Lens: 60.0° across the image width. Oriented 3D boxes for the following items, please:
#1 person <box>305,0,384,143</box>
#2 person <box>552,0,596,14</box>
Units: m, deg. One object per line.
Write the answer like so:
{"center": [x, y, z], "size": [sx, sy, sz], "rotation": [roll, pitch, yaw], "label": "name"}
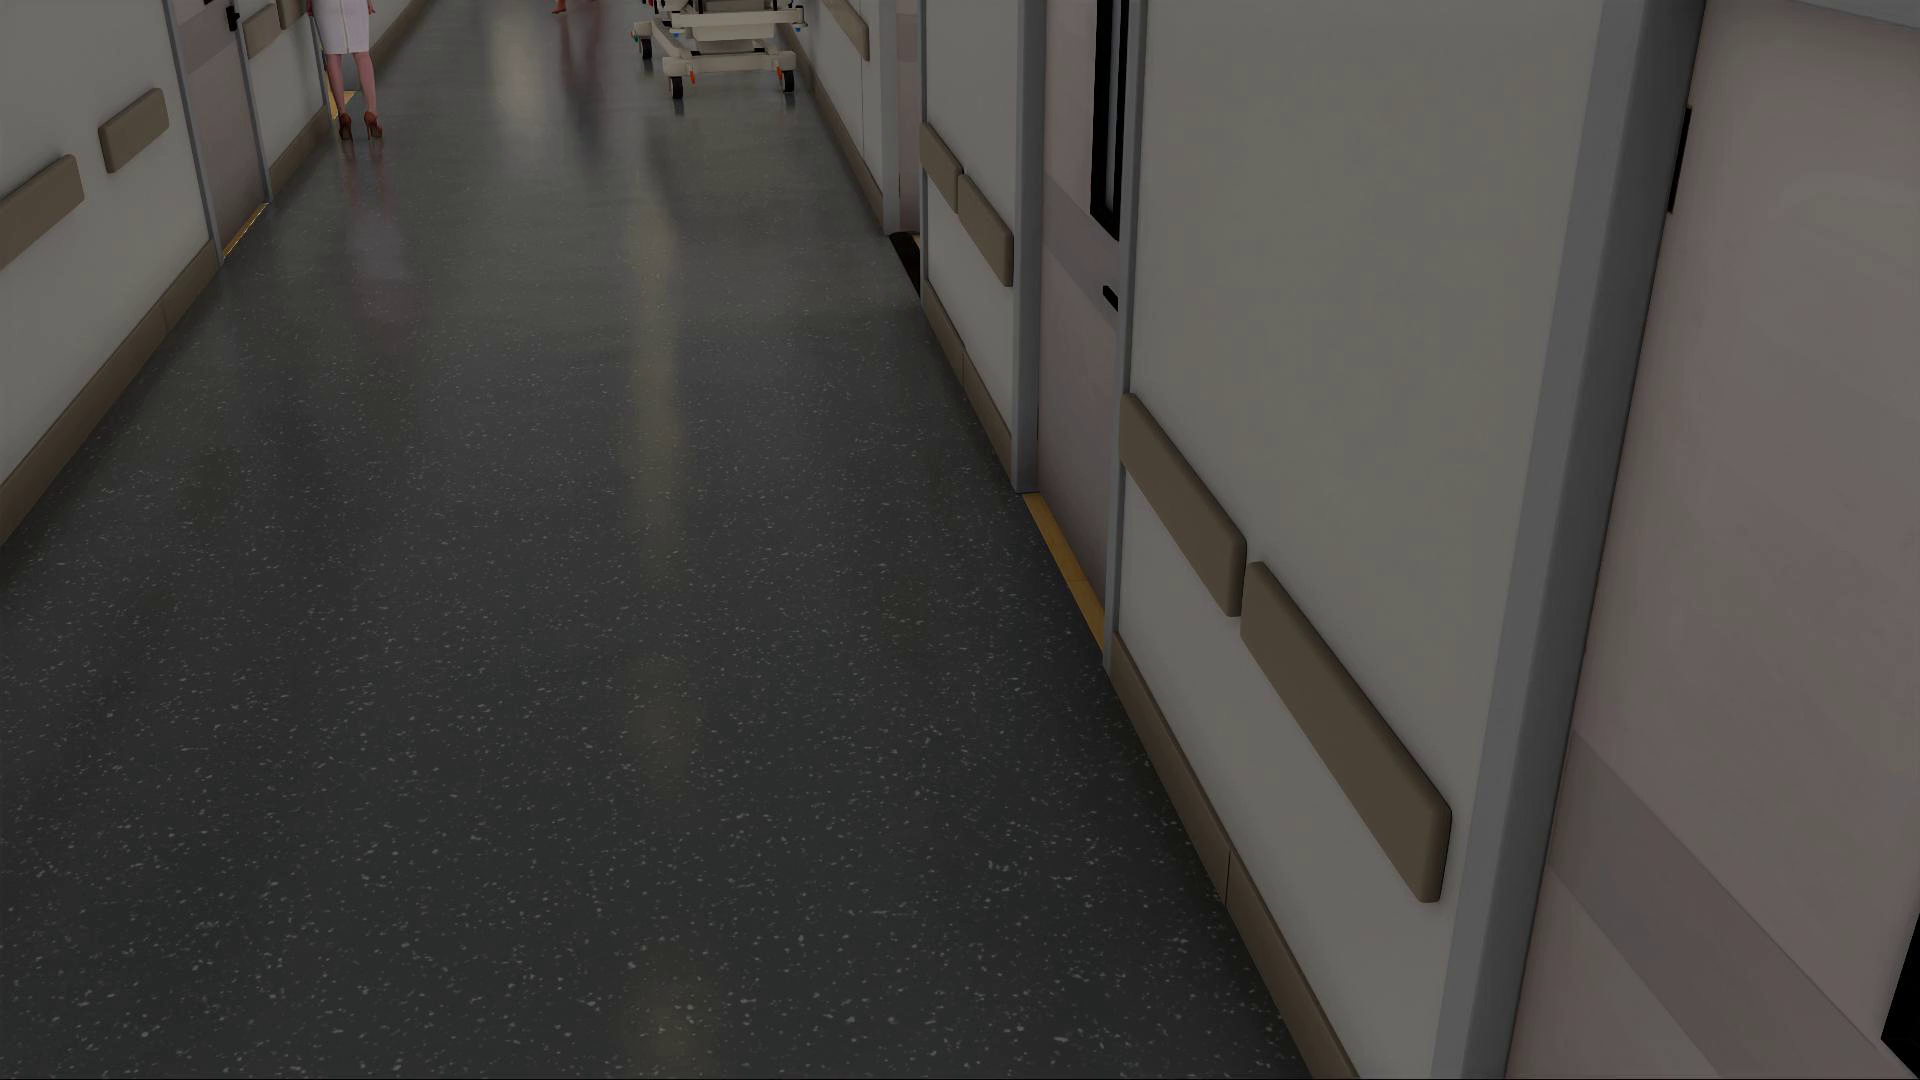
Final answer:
{"center": [-4.100, -3.543, 10.939], "size": [0.458, 1.792, 0.656], "rotation": [-7, 27, -14], "label": "person"}
{"center": [-3.843, -6.098, 16.289], "size": [0.986, 1.748, 0.870], "rotation": [5, 26, 10], "label": "person"}
